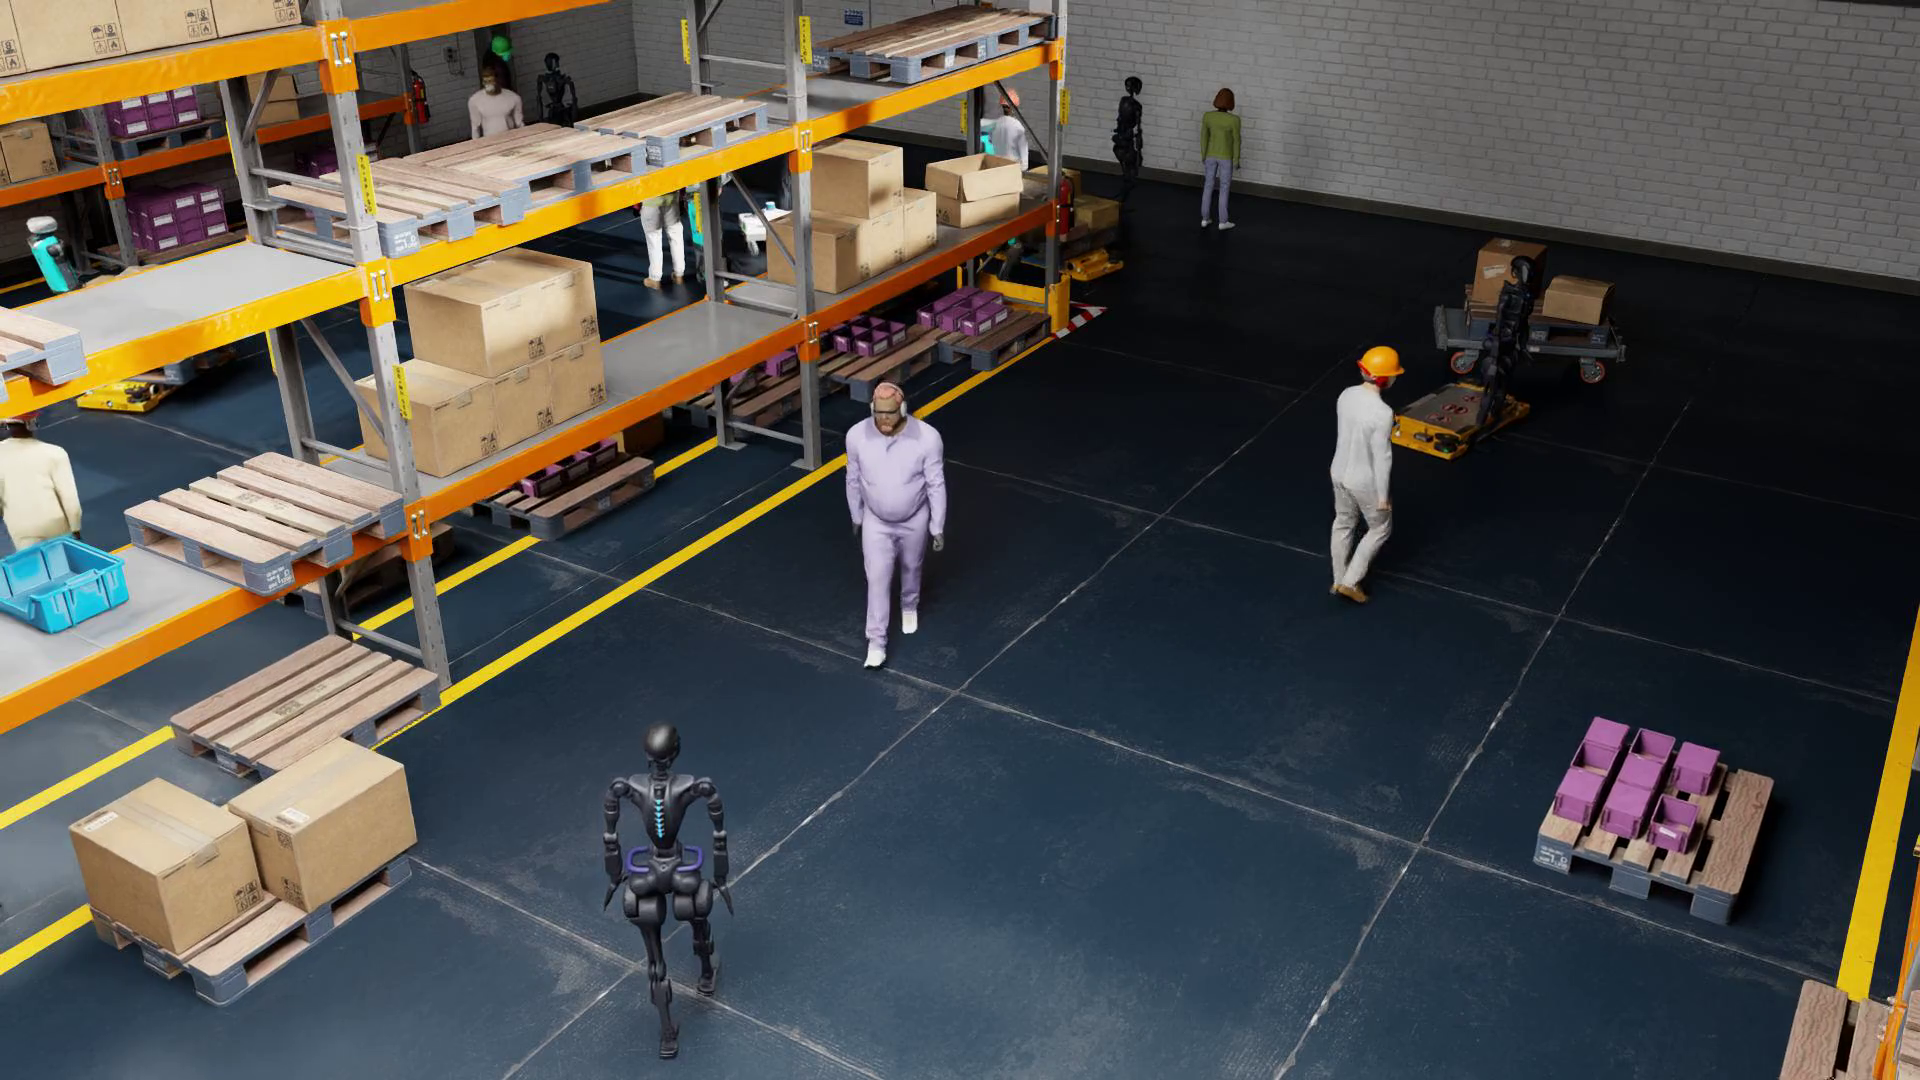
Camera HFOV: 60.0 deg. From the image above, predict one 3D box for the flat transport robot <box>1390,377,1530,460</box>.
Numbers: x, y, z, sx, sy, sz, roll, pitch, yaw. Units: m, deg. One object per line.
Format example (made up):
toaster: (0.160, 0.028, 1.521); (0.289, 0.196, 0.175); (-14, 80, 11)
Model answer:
flat transport robot: (4.266, -1.049, 14.266); (0.659, 0.231, 1.431); (23, 35, 38)

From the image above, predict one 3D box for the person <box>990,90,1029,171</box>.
person: (0.516, -4.229, 18.918); (0.577, 1.730, 0.608); (15, 31, 27)

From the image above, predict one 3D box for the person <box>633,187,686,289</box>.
person: (-3.168, -3.565, 17.486); (0.626, 1.843, 0.429); (-18, 32, -31)

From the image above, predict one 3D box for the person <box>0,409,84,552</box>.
person: (-6.027, -0.173, 10.948); (0.560, 1.702, 0.896); (-4, 27, -7)

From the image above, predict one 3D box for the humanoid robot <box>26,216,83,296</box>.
humanoid robot: (-7.547, -1.994, 14.545); (0.541, 1.799, 0.798); (20, 33, 34)

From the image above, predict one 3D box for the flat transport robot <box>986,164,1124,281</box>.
flat transport robot: (1.043, -3.162, 18.429); (1.431, 0.231, 0.659); (22, 34, 36)

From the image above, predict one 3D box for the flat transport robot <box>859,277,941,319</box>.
flat transport robot: (-0.858, -2.556, 17.234); (0.659, 0.231, 1.431); (16, 31, 28)

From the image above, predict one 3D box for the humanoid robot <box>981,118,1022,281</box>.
humanoid robot: (0.462, -3.510, 17.547); (0.715, 1.834, 0.545); (5, 27, 9)

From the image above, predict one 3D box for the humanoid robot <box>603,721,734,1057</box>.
humanoid robot: (-1.348, 1.535, 7.645); (0.605, 1.632, 0.679); (-2, 27, -4)

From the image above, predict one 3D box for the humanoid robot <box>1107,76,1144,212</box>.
humanoid robot: (1.961, -4.743, 19.999); (0.477, 1.645, 0.607); (-10, 29, -19)

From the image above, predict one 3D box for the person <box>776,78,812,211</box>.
person: (-1.923, -4.464, 19.290); (0.818, 1.811, 0.535); (16, 31, 29)

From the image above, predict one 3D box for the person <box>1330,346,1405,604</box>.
person: (2.726, -0.434, 11.280); (0.415, 1.882, 0.588); (-15, 31, -27)

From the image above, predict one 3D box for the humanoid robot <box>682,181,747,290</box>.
humanoid robot: (-2.119, -2.580, 15.725); (0.865, 1.842, 0.549); (-19, 33, -33)

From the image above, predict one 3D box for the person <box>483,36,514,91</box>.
person: (-5.800, -5.483, 21.208); (0.398, 1.907, 0.694); (-5, 27, -10)

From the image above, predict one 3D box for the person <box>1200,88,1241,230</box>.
person: (3.049, -4.466, 19.486); (0.507, 1.632, 0.273); (18, 32, 31)

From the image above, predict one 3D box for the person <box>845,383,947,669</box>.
person: (-0.414, -0.107, 10.651); (0.664, 1.856, 0.979); (2, 27, 4)

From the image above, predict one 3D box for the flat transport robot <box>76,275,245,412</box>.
flat transport robot: (-7.338, -1.532, 15.217); (0.659, 0.231, 1.431); (5, 27, 9)

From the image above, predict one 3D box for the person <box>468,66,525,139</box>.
person: (-5.365, -4.599, 19.457); (0.627, 1.911, 0.837); (-4, 27, -8)

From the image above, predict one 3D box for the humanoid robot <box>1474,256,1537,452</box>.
humanoid robot: (4.485, -1.542, 13.676); (0.337, 1.651, 0.588); (23, 35, 37)

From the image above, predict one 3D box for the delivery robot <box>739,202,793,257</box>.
delivery robot: (-2.099, -3.519, 18.834); (0.783, 0.611, 0.504); (-6, 28, -12)

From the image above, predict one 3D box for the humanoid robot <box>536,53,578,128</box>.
humanoid robot: (-5.121, -5.361, 21.195); (0.611, 1.650, 0.351); (7, 28, 14)
